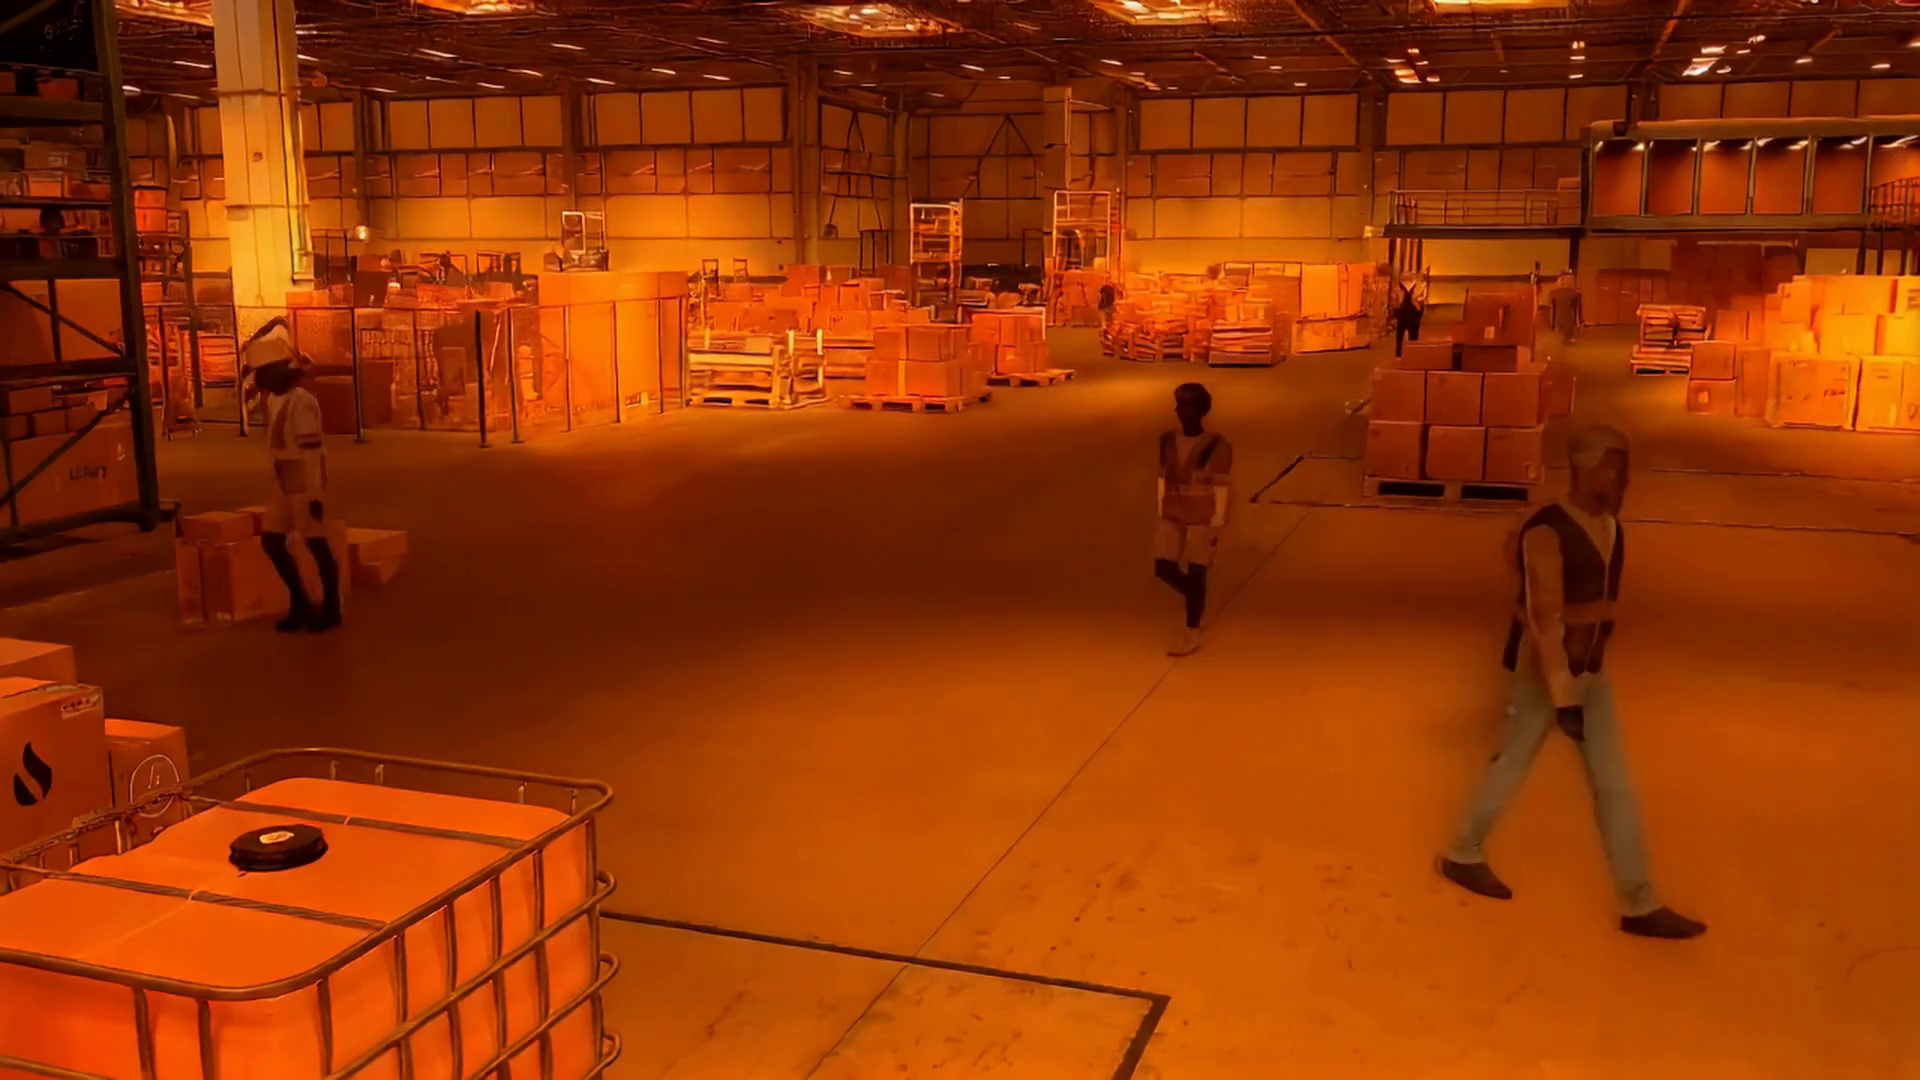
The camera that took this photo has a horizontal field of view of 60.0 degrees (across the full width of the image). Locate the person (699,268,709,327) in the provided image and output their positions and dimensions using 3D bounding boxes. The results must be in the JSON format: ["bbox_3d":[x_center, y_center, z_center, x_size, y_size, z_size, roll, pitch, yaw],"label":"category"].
[{"bbox_3d":[-7.008,-6.547,45.788,0.323,1.871,0.530,-2,10,-9],"label":"person"}]

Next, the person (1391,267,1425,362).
[{"bbox_3d":[9.408,-4.709,34.957,0.688,2.000,0.536,3,11,18],"label":"person"}]

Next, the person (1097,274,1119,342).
[{"bbox_3d":[3.766,-5.868,42.308,0.538,1.756,0.393,6,12,30],"label":"person"}]

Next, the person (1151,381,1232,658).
[{"bbox_3d":[1.435,-0.136,10.177,0.549,1.683,0.471,9,14,43],"label":"person"}]

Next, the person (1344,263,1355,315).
[{"bbox_3d":[13.628,-8.728,58.076,0.422,1.864,0.604,-3,11,-18],"label":"person"}]

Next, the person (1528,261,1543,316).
[{"bbox_3d":[20.198,-8.815,58.400,0.587,1.928,0.362,-4,11,-22],"label":"person"}]

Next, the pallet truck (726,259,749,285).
[{"bbox_3d":[-7.986,-9.493,62.019,0.823,1.965,1.885,3,11,17],"label":"pallet truck"}]

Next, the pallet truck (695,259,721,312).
[{"bbox_3d":[-9.165,-9.627,62.776,0.823,1.965,1.885,4,11,23],"label":"pallet truck"}]

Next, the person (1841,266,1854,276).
[{"bbox_3d":[19.685,-5.073,37.009,0.614,2.038,0.396,2,10,12],"label":"person"}]

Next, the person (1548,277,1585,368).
[{"bbox_3d":[11.864,-4.194,32.523,0.645,1.883,1.050,10,14,44],"label":"person"}]

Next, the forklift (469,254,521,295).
[{"bbox_3d":[-17.990,-10.121,64.684,1.157,1.987,2.680,3,11,17],"label":"forklift"}]

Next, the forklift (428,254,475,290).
[{"bbox_3d":[-20.133,-10.254,65.465,1.157,1.987,2.680,3,11,19],"label":"forklift"}]

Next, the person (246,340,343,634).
[{"bbox_3d":[-4.266,-0.324,10.665,0.675,1.895,0.565,9,13,41],"label":"person"}]

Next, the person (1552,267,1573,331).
[{"bbox_3d":[16.366,-6.466,45.200,0.553,1.922,0.724,1,10,6],"label":"person"}]

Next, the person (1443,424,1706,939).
[{"bbox_3d":[2.243,0.502,6.114,0.590,1.868,1.024,-8,13,-37],"label":"person"}]
